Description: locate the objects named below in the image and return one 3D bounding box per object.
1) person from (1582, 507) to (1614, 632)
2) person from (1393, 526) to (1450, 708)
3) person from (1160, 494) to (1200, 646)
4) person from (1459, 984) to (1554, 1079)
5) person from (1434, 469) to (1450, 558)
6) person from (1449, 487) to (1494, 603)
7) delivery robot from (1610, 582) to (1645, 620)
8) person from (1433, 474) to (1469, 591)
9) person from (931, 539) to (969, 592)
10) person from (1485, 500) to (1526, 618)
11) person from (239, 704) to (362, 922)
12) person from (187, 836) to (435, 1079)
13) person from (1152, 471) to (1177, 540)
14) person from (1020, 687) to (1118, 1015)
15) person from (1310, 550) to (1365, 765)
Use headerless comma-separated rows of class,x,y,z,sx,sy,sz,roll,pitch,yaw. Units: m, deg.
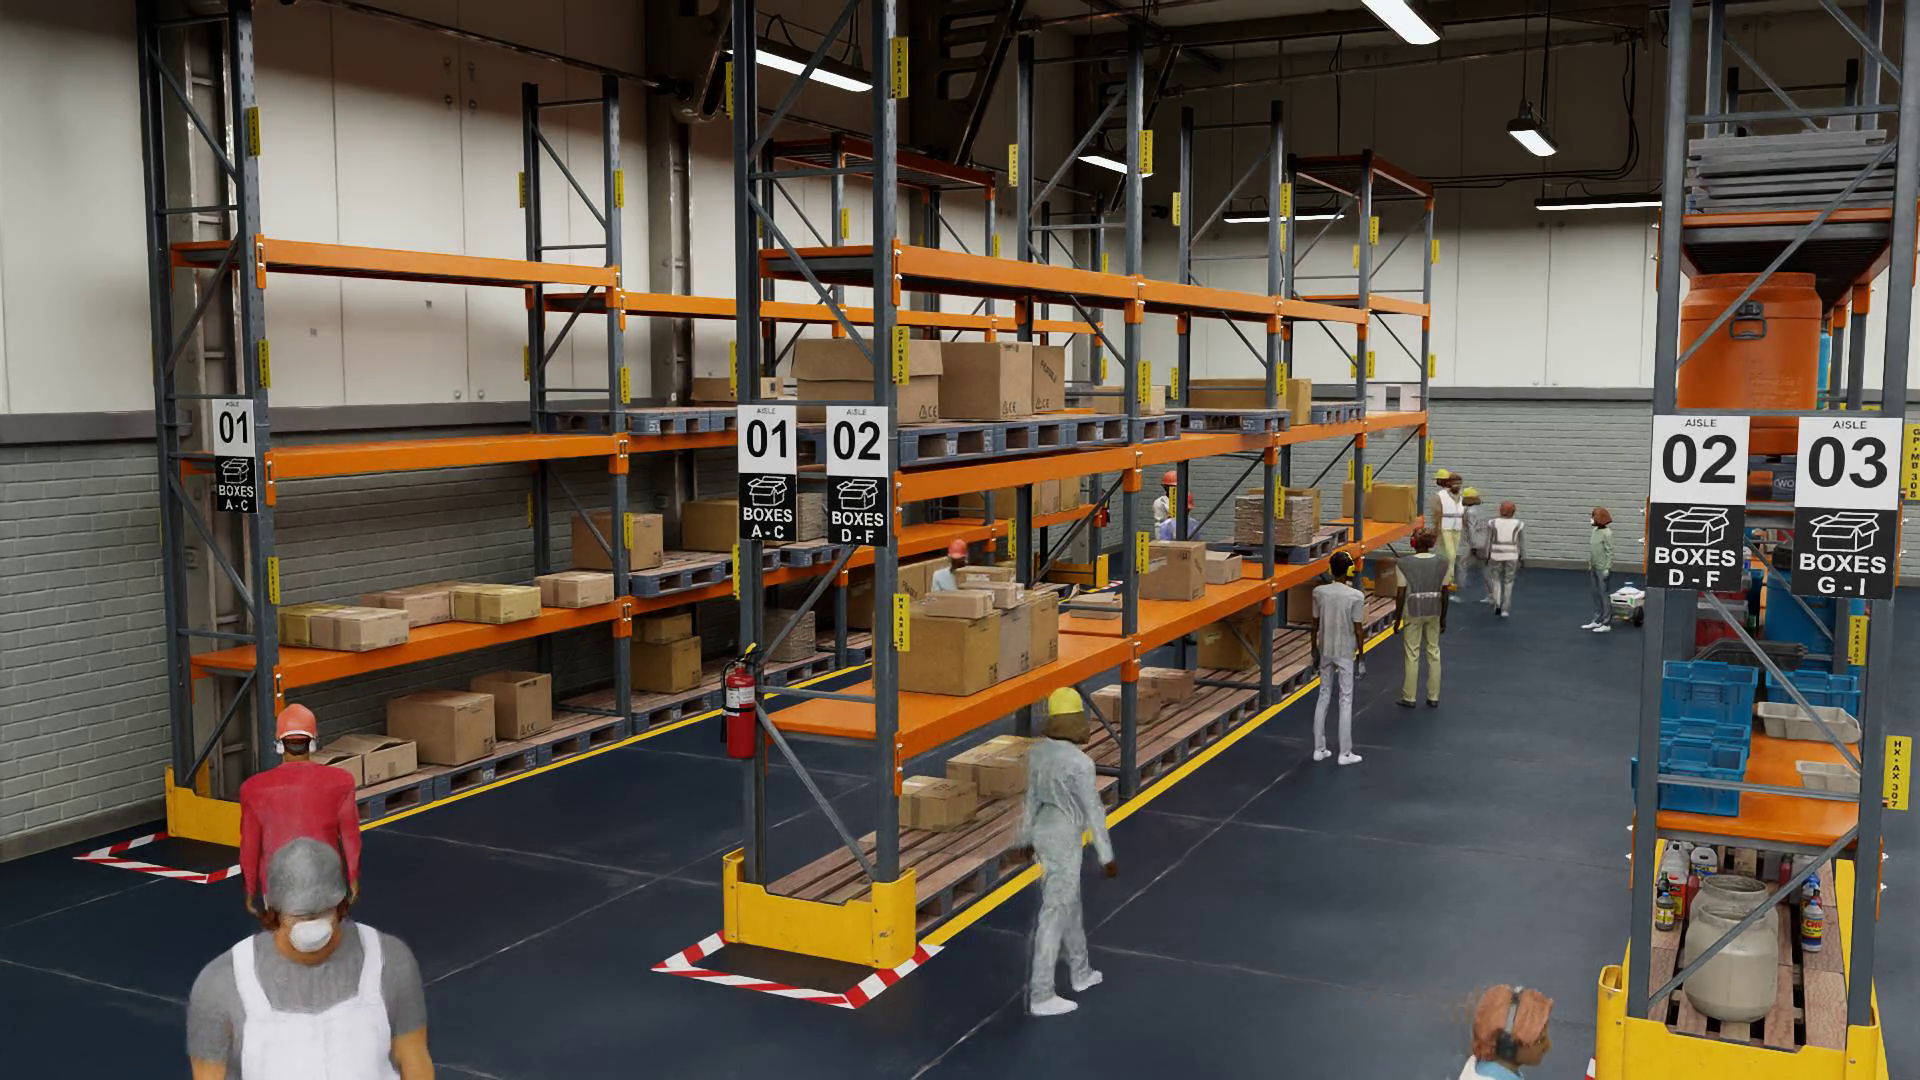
person,8.351,0.384,21.708,0.269,1.632,0.504,0,6,-3
person,4.660,0.784,16.797,0.566,1.847,0.389,-1,6,-8
person,2.730,0.361,20.553,0.540,1.929,0.395,-3,6,-25
person,1.539,2.105,5.014,0.419,1.622,0.514,3,6,25
person,8.109,-0.314,27.924,0.344,1.758,0.520,3,7,30
person,7.483,0.085,24.361,0.841,1.688,0.530,4,7,37
delivery robot,8.953,0.811,22.298,0.477,0.478,0.707,4,7,37
person,7.649,-0.116,25.694,0.590,1.815,0.751,-2,6,-21
person,-0.014,0.828,17.005,0.563,1.721,0.828,2,6,16
person,7.538,0.259,22.970,0.539,1.624,0.459,3,6,24
person,-3.322,1.694,8.399,0.575,1.747,0.340,-3,6,-23
person,-1.939,1.891,5.094,0.702,2.000,0.957,-4,7,-32
person,2.892,0.073,22.765,0.378,2.044,0.607,5,8,40
person,0.618,1.651,8.960,0.721,1.704,0.538,-4,7,-33
person,3.287,1.018,14.468,0.508,1.862,0.318,5,8,40
